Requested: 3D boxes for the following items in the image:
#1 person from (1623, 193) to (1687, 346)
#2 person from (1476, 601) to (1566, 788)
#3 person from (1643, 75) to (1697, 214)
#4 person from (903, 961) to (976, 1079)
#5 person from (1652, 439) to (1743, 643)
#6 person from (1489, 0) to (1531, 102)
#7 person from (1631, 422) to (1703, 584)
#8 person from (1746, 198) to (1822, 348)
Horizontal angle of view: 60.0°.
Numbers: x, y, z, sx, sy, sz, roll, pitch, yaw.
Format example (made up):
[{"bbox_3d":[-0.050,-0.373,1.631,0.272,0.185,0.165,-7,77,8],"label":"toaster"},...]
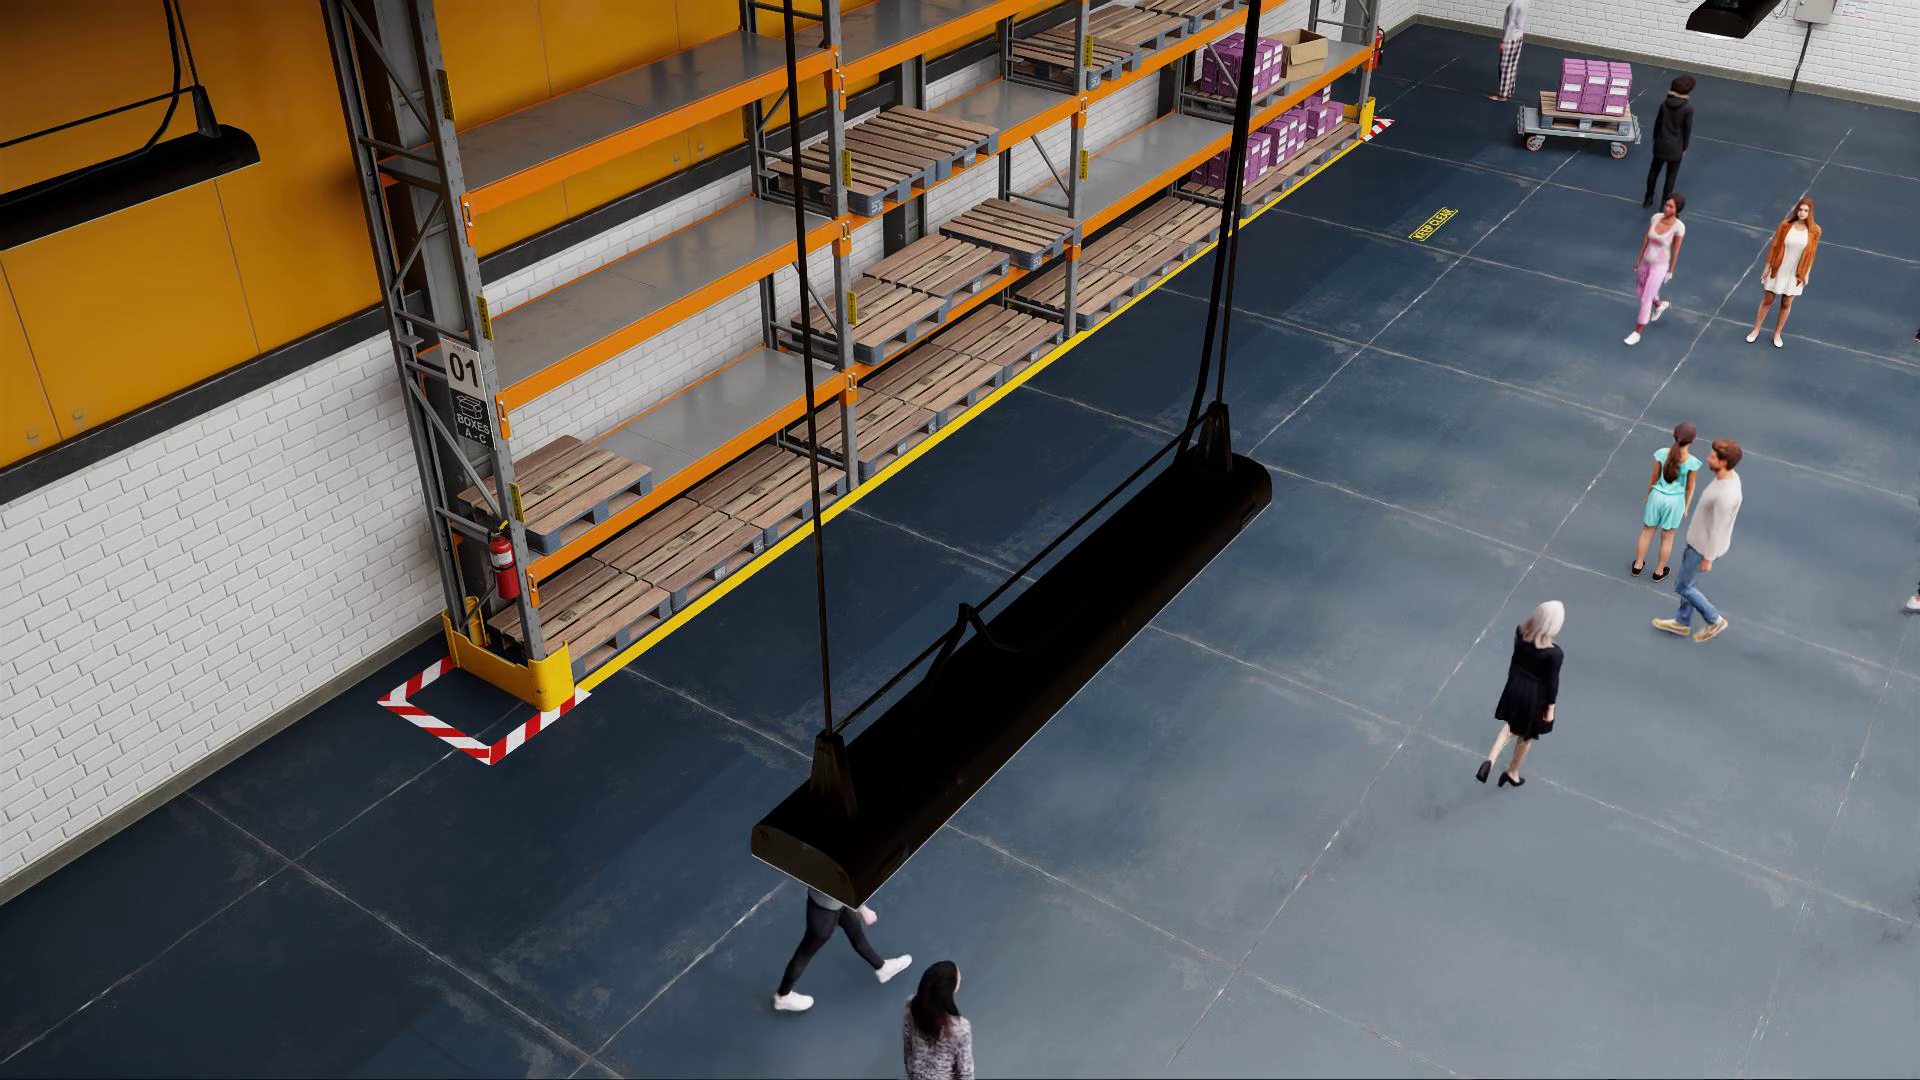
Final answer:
[{"bbox_3d":[7.711,-3.020,18.352,1.074,1.722,0.833,-20,38,-27],"label":"person"},{"bbox_3d":[4.052,1.172,12.038,0.926,1.730,0.812,-17,37,-24],"label":"person"},{"bbox_3d":[9.146,-5.107,21.438,0.646,1.781,0.625,26,42,34],"label":"person"},{"bbox_3d":[-0.169,3.044,9.236,0.679,1.715,0.893,17,37,24],"label":"person"},{"bbox_3d":[6.187,0.052,13.590,0.821,1.876,0.794,12,36,18],"label":"person"},{"bbox_3d":[8.336,-7.566,25.079,0.695,1.845,0.488,25,41,32],"label":"person"},{"bbox_3d":[6.155,-0.345,14.474,0.535,1.558,0.526,21,39,28],"label":"person"},{"bbox_3d":[9.088,-2.962,18.267,0.659,1.720,0.612,15,36,21],"label":"person"}]
